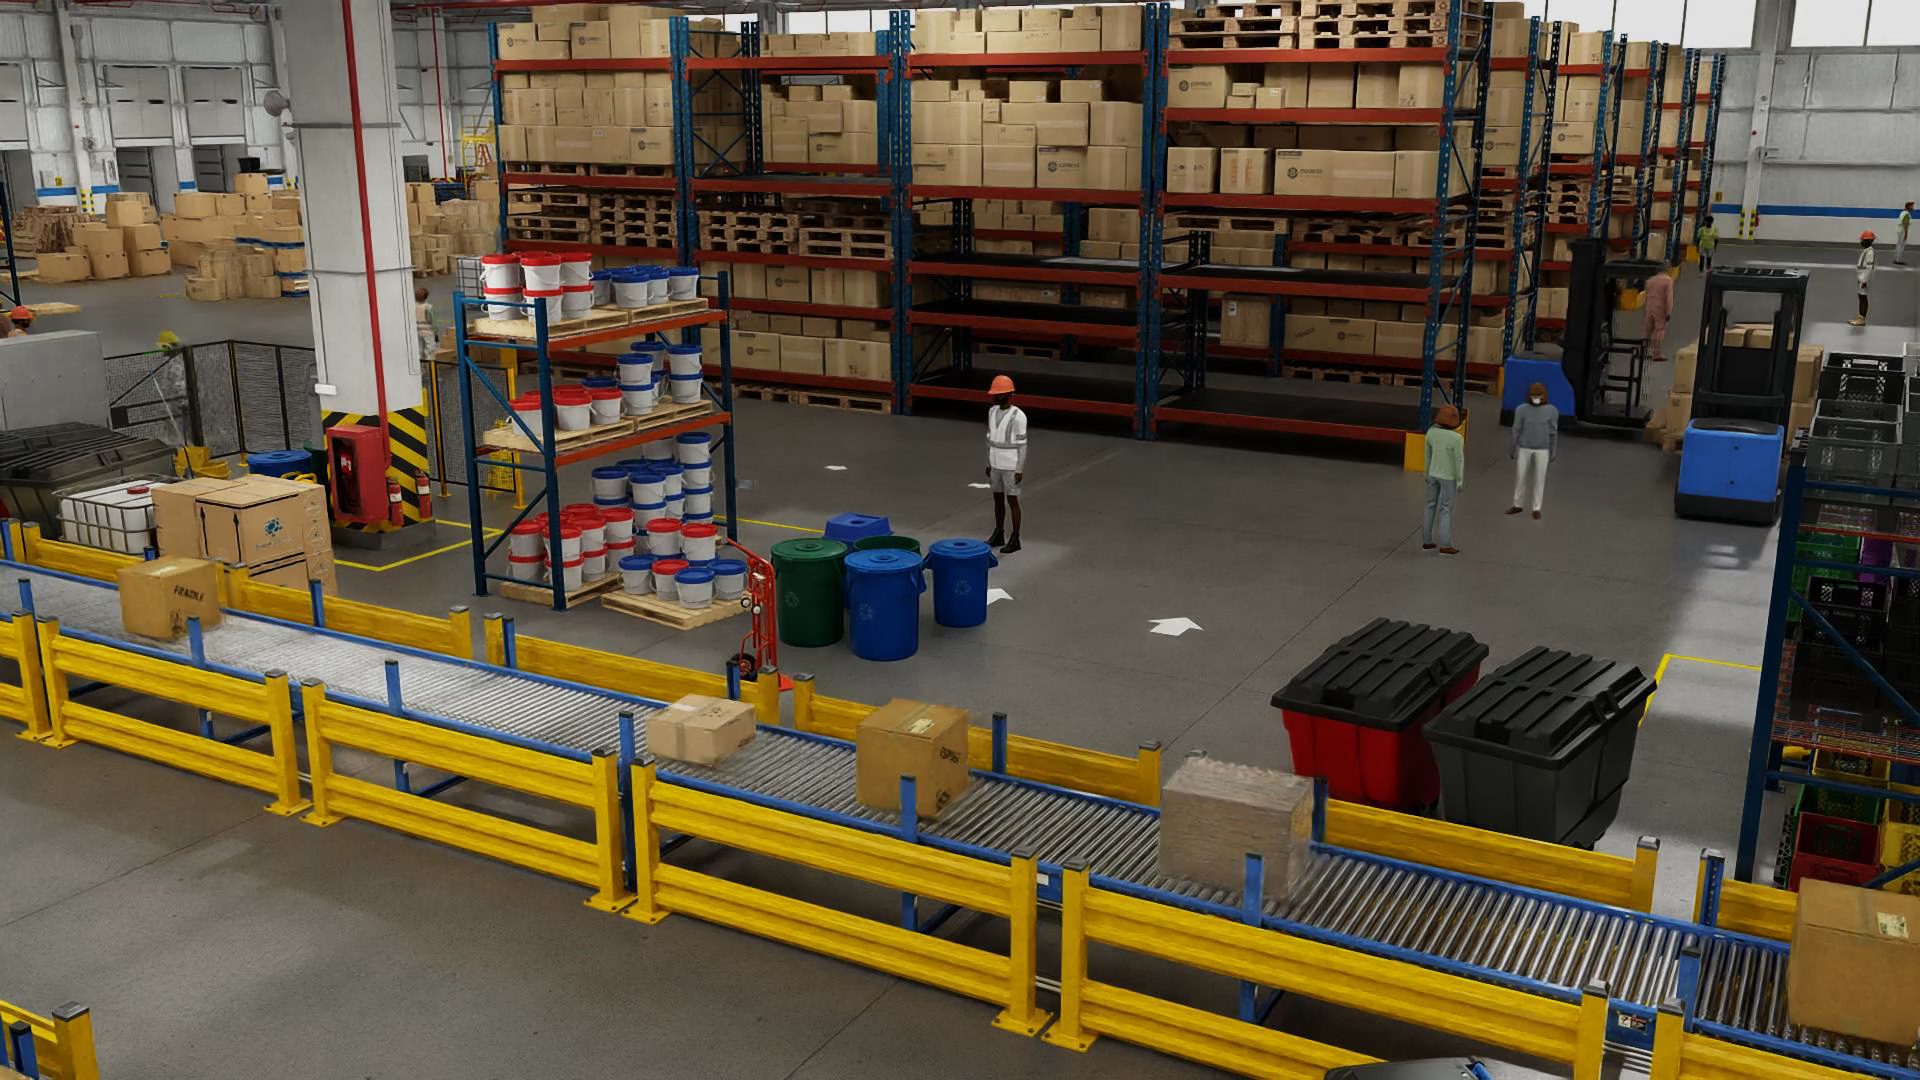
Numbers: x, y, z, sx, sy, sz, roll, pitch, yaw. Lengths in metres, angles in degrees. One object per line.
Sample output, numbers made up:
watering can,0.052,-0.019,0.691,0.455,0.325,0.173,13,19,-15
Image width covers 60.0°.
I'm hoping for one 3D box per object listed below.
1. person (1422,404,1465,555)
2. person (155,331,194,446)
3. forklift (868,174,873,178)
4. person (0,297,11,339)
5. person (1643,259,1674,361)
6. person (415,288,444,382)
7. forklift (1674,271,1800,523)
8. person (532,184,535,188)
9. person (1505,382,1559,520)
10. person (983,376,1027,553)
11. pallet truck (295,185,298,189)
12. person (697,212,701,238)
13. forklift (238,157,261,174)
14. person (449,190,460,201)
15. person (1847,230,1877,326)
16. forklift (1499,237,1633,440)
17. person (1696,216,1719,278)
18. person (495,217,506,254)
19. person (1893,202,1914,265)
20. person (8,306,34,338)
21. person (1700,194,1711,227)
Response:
person,5.222,-0.657,17.959,0.278,1.633,0.507,-10,18,-34
person,-10.640,-1.903,22.331,0.868,1.791,0.611,-6,16,-20
forklift,-3.133,-13.788,64.933,1.129,2.768,1.873,2,15,9
person,-15.519,-3.105,26.907,0.523,1.769,0.317,3,15,11
person,13.096,-4.298,31.146,0.399,1.900,0.645,-7,16,-23
person,-9.241,-3.534,28.753,0.514,1.644,0.310,6,16,20
forklift,9.269,-1.763,19.726,1.129,2.768,1.873,8,17,27
person,-16.993,-13.475,66.040,0.531,1.689,0.322,2,15,7
person,6.709,-1.049,19.458,0.514,1.617,0.370,6,16,21
person,0.462,-0.820,17.989,0.372,1.934,0.551,-13,20,-40
pallet truck,-26.804,-14.617,69.738,1.885,1.965,0.823,-14,20,-42
person,-6.818,-7.872,44.387,0.611,1.996,0.378,-13,20,-41
forklift,-24.311,-11.728,57.189,1.873,2.768,1.129,1,15,3
person,-16.170,-10.238,53.391,0.627,1.940,0.371,-10,18,-34
person,19.535,-5.659,35.973,0.386,2.045,0.605,6,16,20
forklift,9.066,-3.001,24.383,1.873,2.768,1.129,8,17,28
person,20.537,-8.072,45.744,0.540,1.683,0.493,7,17,25
person,-11.867,-7.511,43.255,1.032,1.894,0.636,-10,18,-32
person,27.921,-9.085,49.242,0.374,1.840,0.569,4,16,16
person,-13.397,-2.393,23.903,0.552,1.937,0.356,12,19,39
person,23.770,-10.221,53.437,0.696,1.885,0.422,-3,15,-11
